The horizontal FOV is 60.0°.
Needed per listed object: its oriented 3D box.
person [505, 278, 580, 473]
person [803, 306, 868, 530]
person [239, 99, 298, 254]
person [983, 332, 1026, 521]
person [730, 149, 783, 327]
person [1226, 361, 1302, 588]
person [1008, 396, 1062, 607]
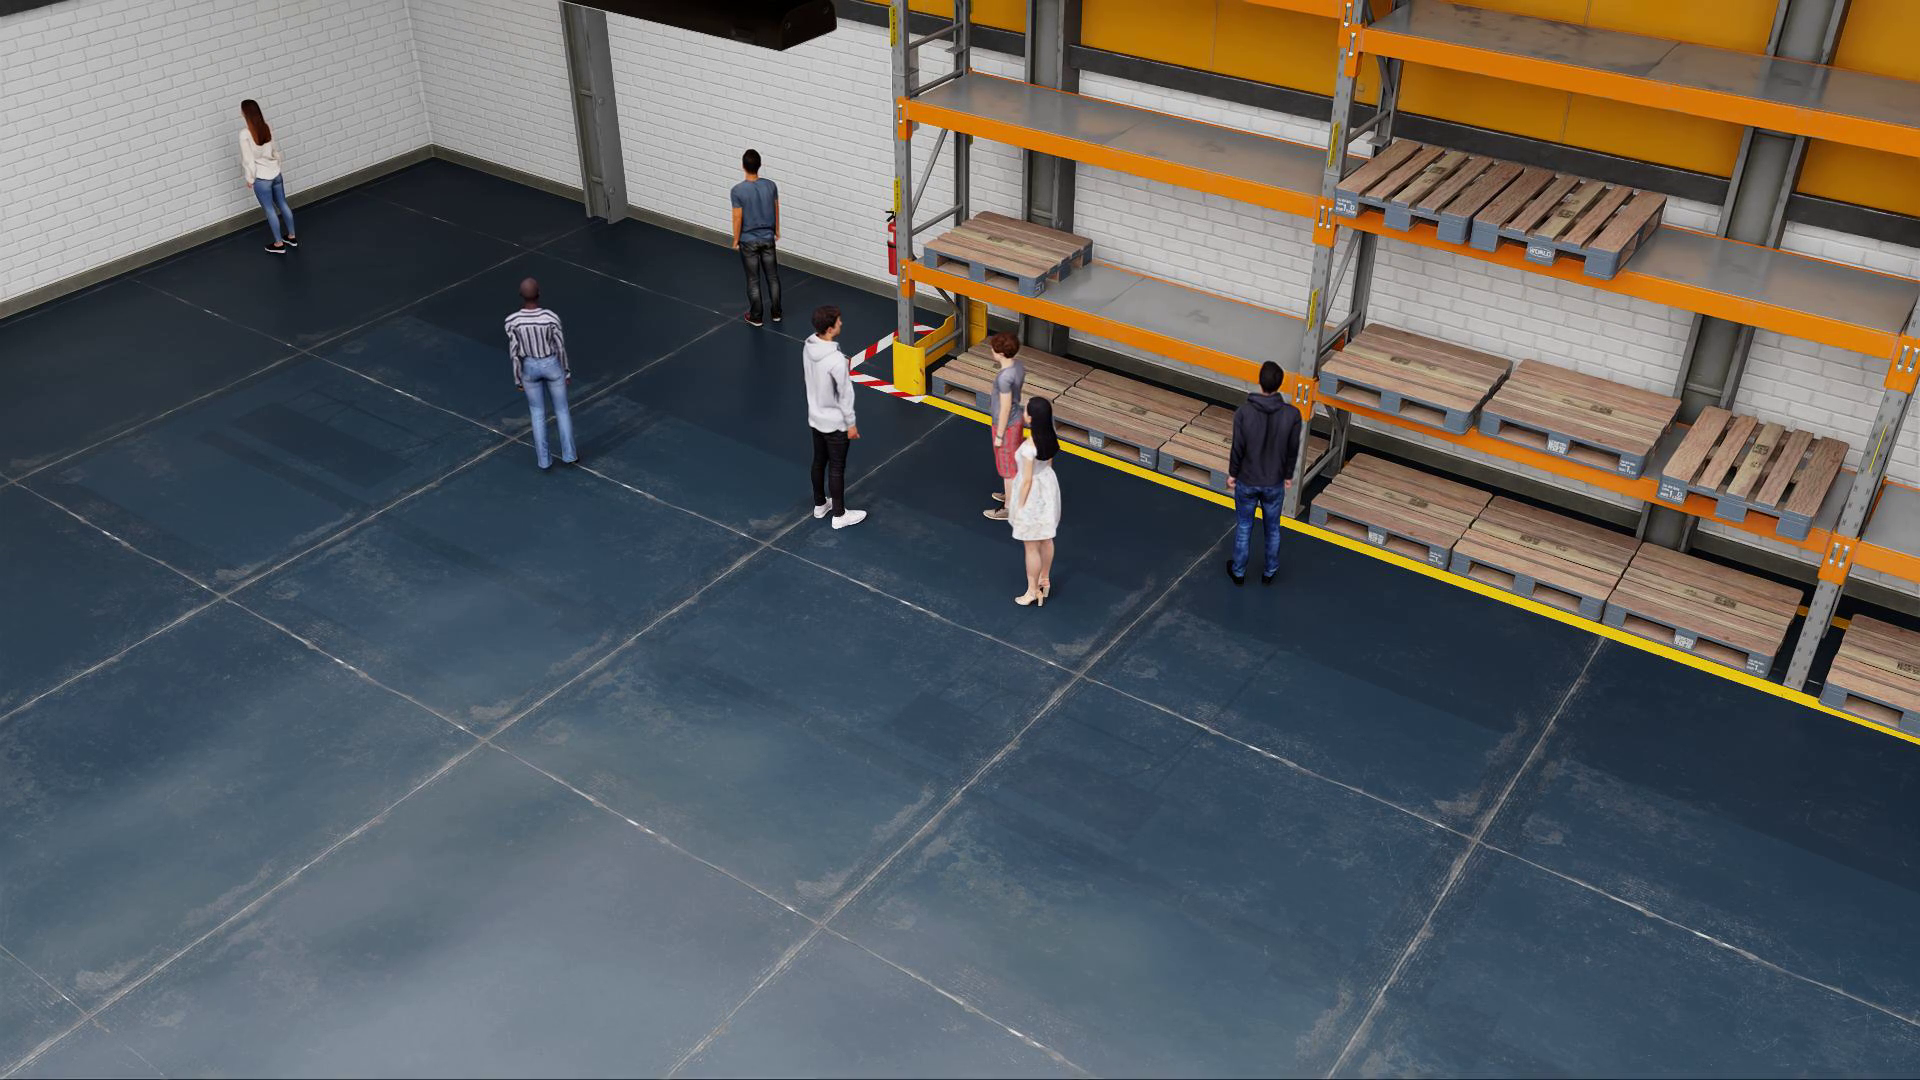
[{"bbox_3d":[-3.536,-1.391,14.120,0.688,1.796,0.740,-7,34,-10],"label":"person"},{"bbox_3d":[-1.060,-1.003,13.416,0.792,1.929,0.596,-27,42,-35],"label":"person"},{"bbox_3d":[-7.545,-3.965,18.088,0.593,1.692,0.646,15,36,21],"label":"person"},{"bbox_3d":[0.392,-0.937,13.570,0.621,1.649,0.660,9,35,14],"label":"person"},{"bbox_3d":[-2.010,-3.005,16.536,0.734,1.810,0.715,-16,37,-22],"label":"person"},{"bbox_3d":[2.290,-0.479,12.660,0.711,1.893,0.819,1,34,1],"label":"person"},{"bbox_3d":[0.568,-0.288,12.481,0.627,1.775,0.643,20,38,27],"label":"person"}]
